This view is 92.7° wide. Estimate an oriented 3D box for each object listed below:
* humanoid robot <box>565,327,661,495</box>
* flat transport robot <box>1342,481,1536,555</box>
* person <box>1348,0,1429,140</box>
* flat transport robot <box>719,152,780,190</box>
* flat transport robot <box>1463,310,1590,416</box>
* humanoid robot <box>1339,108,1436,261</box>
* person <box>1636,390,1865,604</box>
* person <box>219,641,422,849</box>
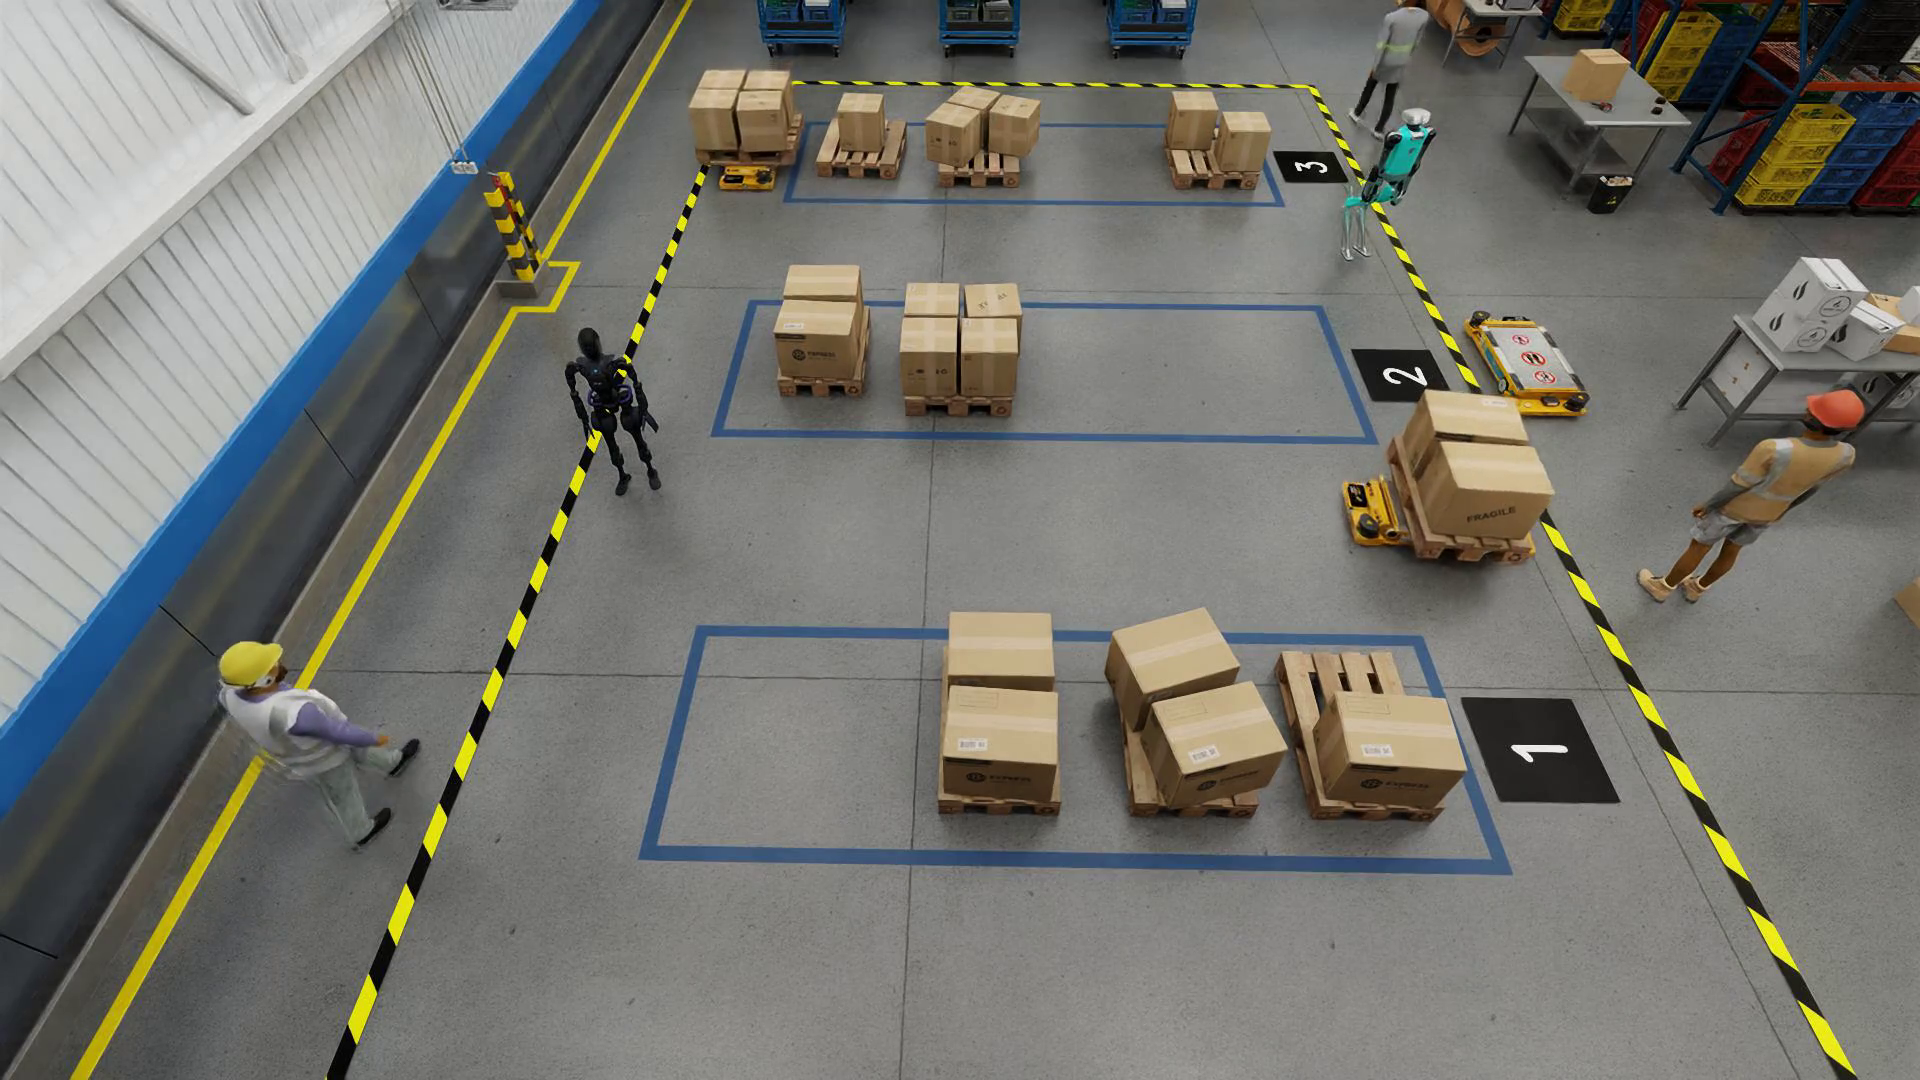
[{"bbox_3d":[-2.808,-1.033,7.485,0.599,1.659,0.315,-8,50,-7],"label":"humanoid robot"},{"bbox_3d":[4.020,-0.221,7.706,1.431,0.197,0.652,4,49,4],"label":"flat transport robot"},{"bbox_3d":[5.590,-6.273,11.940,0.600,1.815,0.887,-1,49,-1],"label":"person"},{"bbox_3d":[-2.656,-4.963,11.811,0.652,0.197,1.431,1,49,1],"label":"flat transport robot"},{"bbox_3d":[5.573,-1.757,9.054,0.659,0.231,1.431,1,49,1],"label":"flat transport robot"},{"bbox_3d":[4.456,-3.853,9.808,0.533,1.677,0.735,-12,50,-10],"label":"humanoid robot"},{"bbox_3d":[5.664,-0.260,6.584,0.606,2.048,0.365,3,49,2],"label":"person"},{"bbox_3d":[-3.790,1.152,5.525,0.606,1.803,0.833,19,52,16],"label":"person"}]
